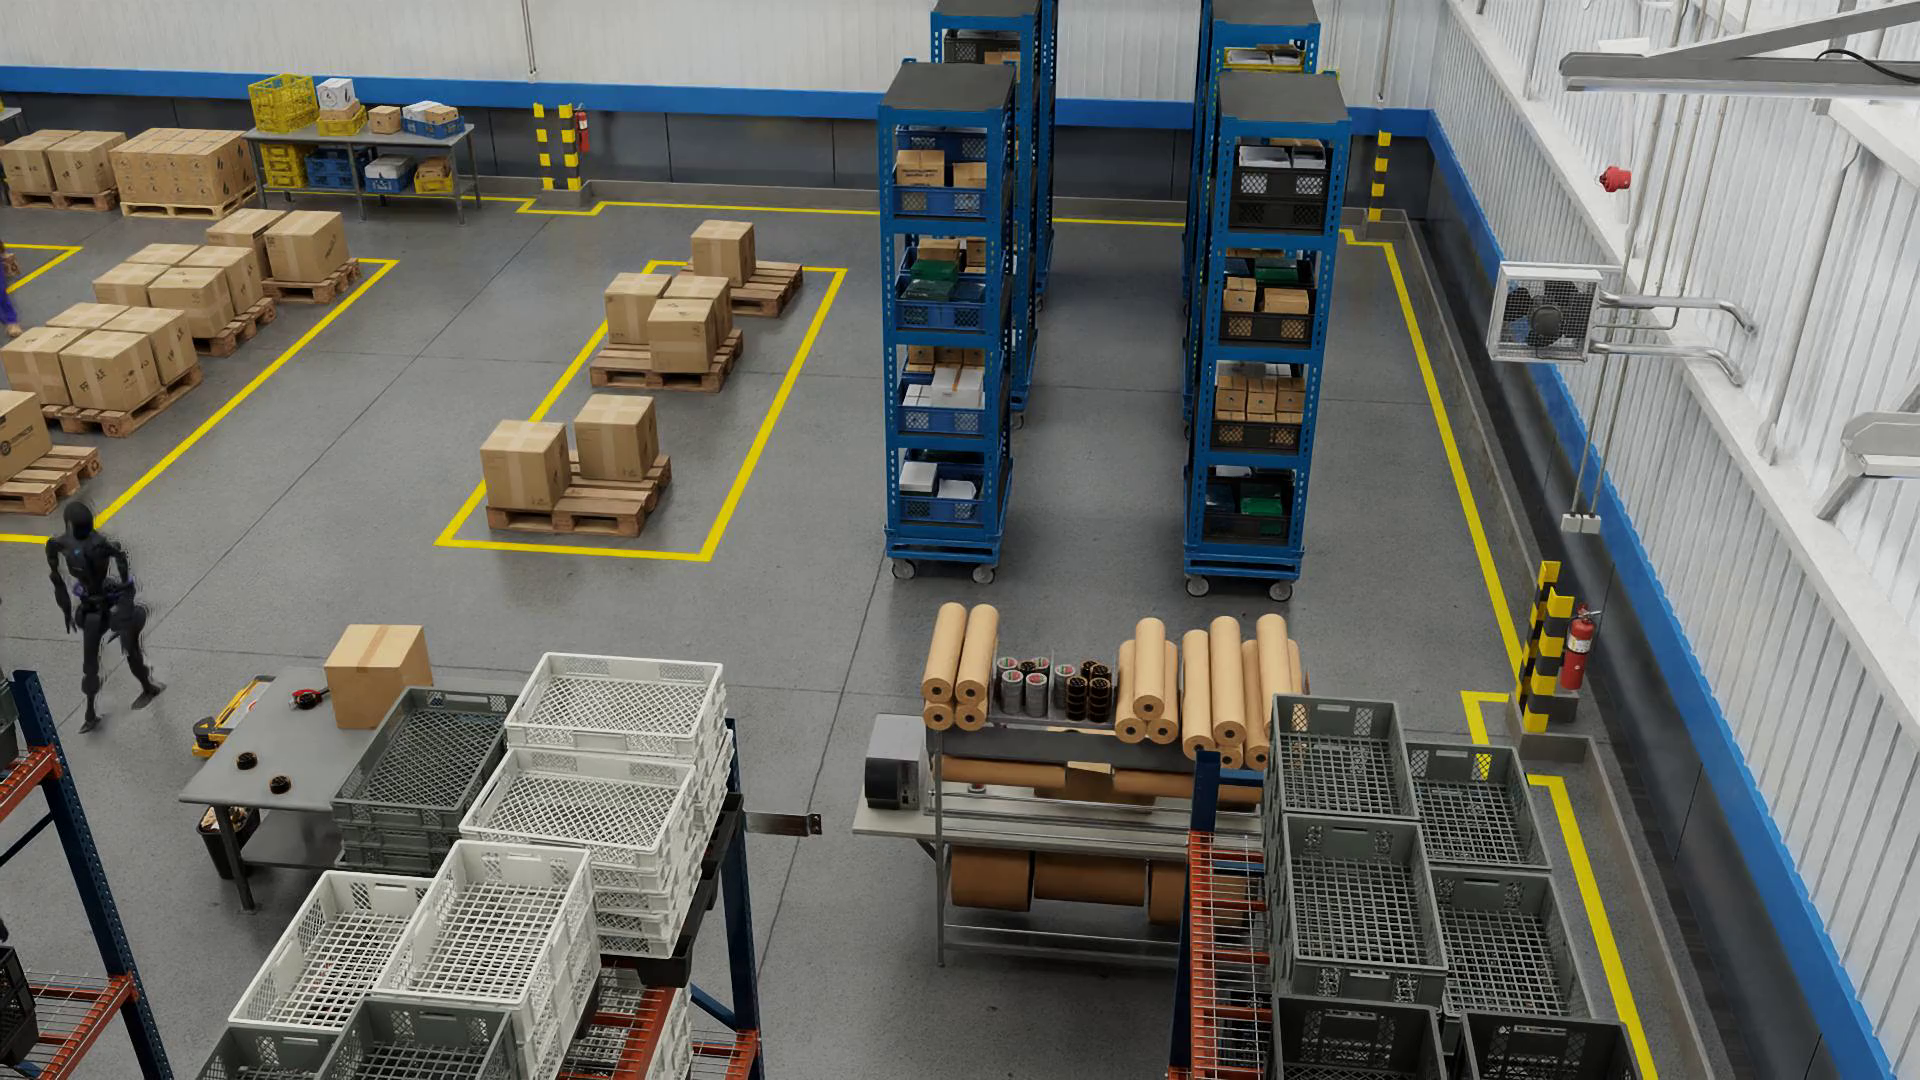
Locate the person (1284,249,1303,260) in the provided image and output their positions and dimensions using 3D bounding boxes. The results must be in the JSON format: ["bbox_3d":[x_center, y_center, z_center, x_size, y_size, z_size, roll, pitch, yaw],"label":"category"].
[{"bbox_3d":[2.837,-2.369,15.138,0.576,1.882,0.354,3,30,6],"label":"person"}]

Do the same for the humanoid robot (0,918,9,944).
[{"bbox_3d":[-5.008,1.809,8.153,0.596,1.657,0.323,3,30,6],"label":"humanoid robot"}]

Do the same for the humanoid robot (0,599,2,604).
[{"bbox_3d":[-7.196,-0.231,11.656,0.596,1.657,0.323,3,30,6],"label":"humanoid robot"}]

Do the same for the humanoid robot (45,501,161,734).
[{"bbox_3d":[-5.438,0.465,10.513,0.595,1.625,0.669,0,30,1],"label":"humanoid robot"}]

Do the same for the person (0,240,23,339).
[{"bbox_3d":[-9.425,-2.825,15.767,0.536,2.000,0.685,25,39,36],"label":"person"}]

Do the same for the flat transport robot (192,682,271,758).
[{"bbox_3d":[-4.089,1.163,10.648,1.431,0.197,0.652,3,30,6],"label":"flat transport robot"}]
